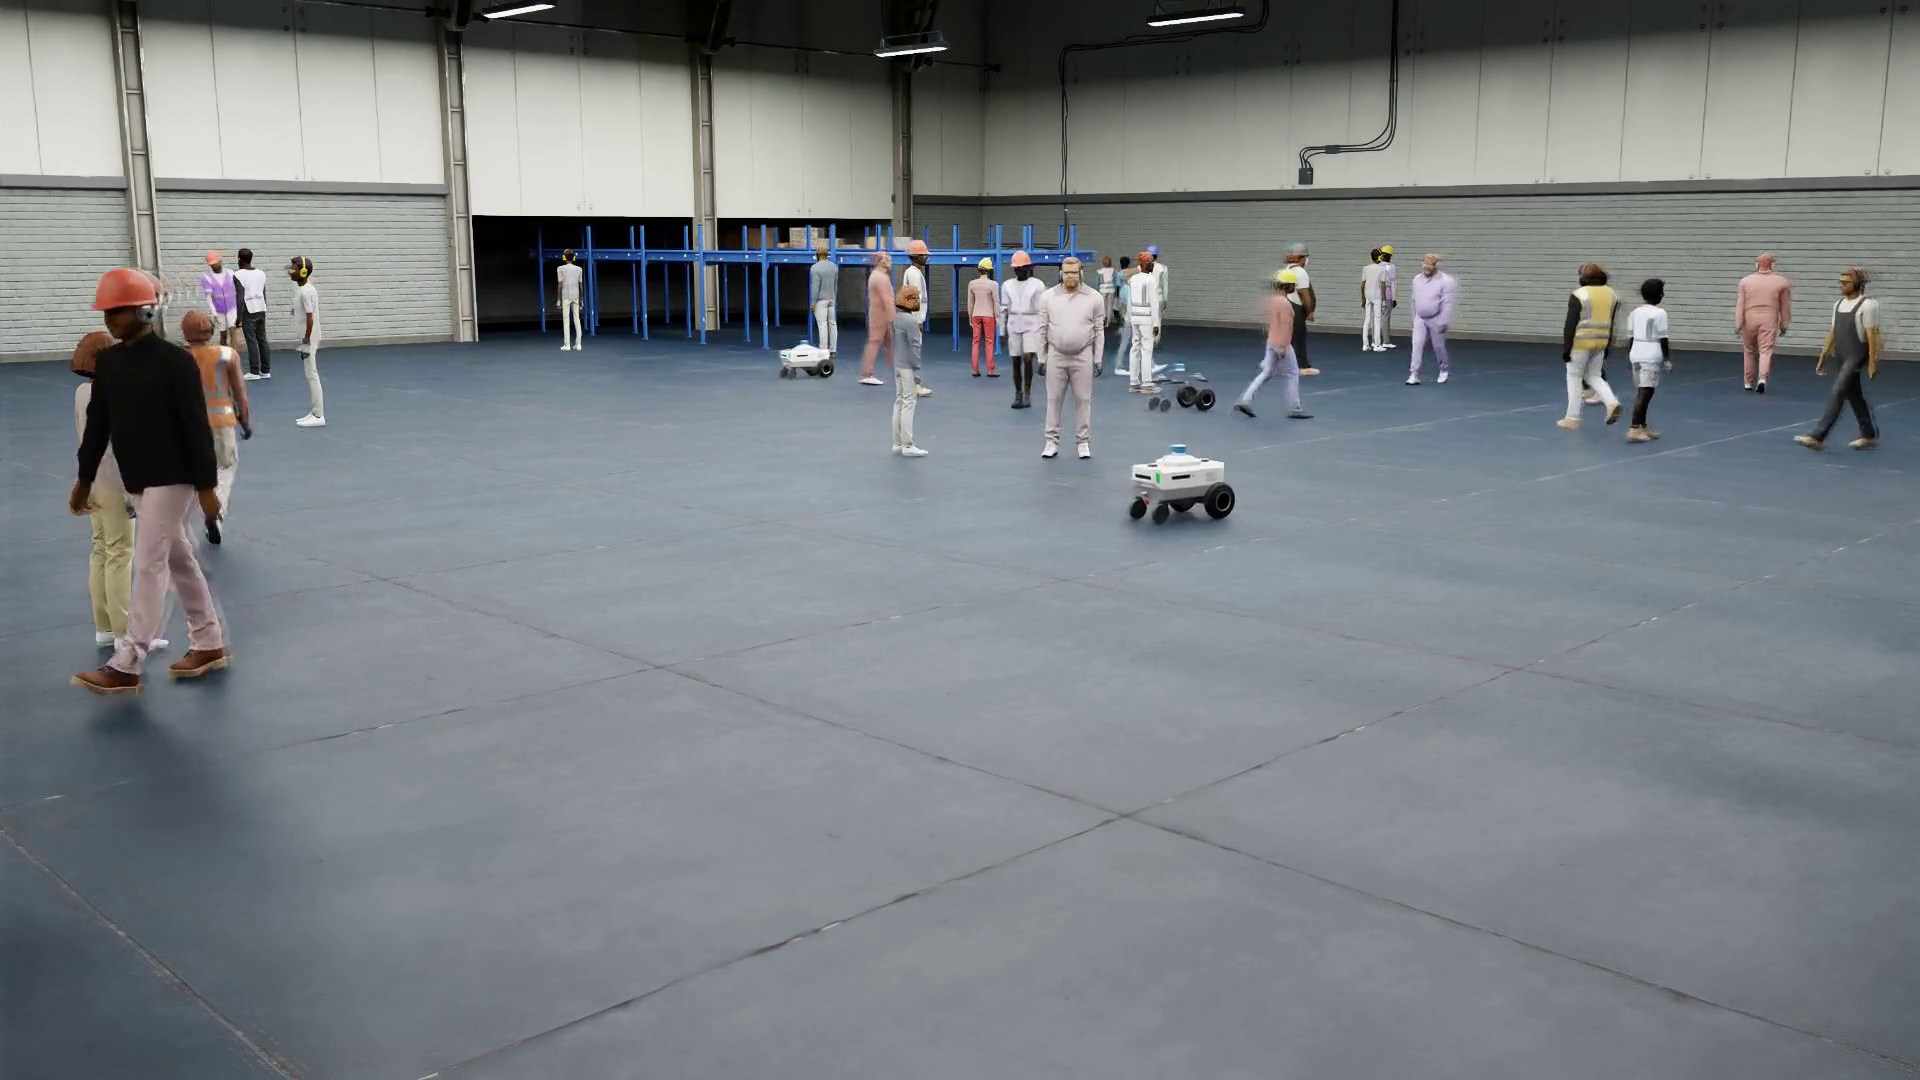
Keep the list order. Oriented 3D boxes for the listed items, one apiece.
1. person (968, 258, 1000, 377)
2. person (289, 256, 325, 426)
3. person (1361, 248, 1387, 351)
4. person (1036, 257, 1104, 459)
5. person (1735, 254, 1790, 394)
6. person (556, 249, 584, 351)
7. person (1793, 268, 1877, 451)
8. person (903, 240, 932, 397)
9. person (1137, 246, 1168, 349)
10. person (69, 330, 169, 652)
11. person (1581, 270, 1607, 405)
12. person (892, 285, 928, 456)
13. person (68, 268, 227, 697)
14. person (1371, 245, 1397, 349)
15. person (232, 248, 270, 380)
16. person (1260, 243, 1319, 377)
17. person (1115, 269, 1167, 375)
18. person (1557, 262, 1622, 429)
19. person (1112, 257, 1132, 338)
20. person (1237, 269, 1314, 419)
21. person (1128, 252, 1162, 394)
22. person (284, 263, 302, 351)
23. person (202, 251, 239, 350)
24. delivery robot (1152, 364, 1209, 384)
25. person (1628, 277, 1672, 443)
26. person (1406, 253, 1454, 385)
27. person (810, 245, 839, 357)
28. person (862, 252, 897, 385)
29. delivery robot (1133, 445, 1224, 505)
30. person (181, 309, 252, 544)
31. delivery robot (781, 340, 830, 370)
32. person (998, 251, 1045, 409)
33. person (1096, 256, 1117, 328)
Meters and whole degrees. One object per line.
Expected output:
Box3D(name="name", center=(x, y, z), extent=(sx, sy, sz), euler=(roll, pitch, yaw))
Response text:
Box3D(name="person", center=(0.373, -3.342, 25.001), extent=(0.534, 1.767, 0.318), euler=(6, 12, 29))
Box3D(name="person", center=(-7.307, -2.217, 18.574), extent=(0.328, 1.876, 0.514), euler=(-4, 11, -20))
Box3D(name="person", center=(7.604, -4.411, 30.543), extent=(0.335, 1.873, 0.521), euler=(-10, 14, -43))
Box3D(name="person", center=(1.045, -1.731, 15.839), extent=(0.652, 1.904, 0.403), euler=(1, 10, 6))
Box3D(name="person", center=(10.871, -2.944, 22.558), extent=(0.653, 1.872, 0.950), euler=(5, 11, 24))
Box3D(name="person", center=(-7.221, -4.448, 30.785), extent=(0.517, 1.865, 0.323), euler=(-7, 13, -35))
Box3D(name="person", center=(8.728, -1.776, 16.392), extent=(0.981, 1.789, 0.546), euler=(-1, 10, -7))
Box3D(name="person", center=(-0.570, -2.941, 22.053), extent=(0.386, 2.045, 0.605), euler=(-1, 10, -8))
Box3D(name="person", center=(3.519, -4.444, 30.641), extent=(0.607, 1.901, 0.970), euler=(1, 10, 3))
Box3D(name="person", center=(-4.320, -0.247, 8.487), extent=(0.499, 1.633, 0.286), euler=(10, 14, 43))
Box3D(name="person", center=(7.928, -2.544, 20.851), extent=(0.483, 1.679, 0.547), euler=(1, 10, 4))
Box3D(name="person", center=(-0.500, -1.641, 16.084), extent=(0.265, 1.632, 0.508), euler=(-4, 11, -23))
Box3D(name="person", center=(-3.841, -0.262, 7.691), extent=(0.613, 1.951, 0.964), euler=(6, 12, 30))
Box3D(name="person", center=(7.983, -4.578, 31.315), extent=(0.372, 1.922, 0.585), euler=(-8, 13, -38))
Box3D(name="person", center=(-10.460, -3.339, 24.565), extent=(0.398, 1.920, 0.589), euler=(4, 11, 19))
Box3D(name="person", center=(4.983, -3.470, 25.065), extent=(0.931, 2.000, 0.687), euler=(-1, 10, -3))
Box3D(name="person", center=(2.730, -3.284, 25.131), extent=(0.817, 1.591, 0.525), euler=(3, 11, 14))
Box3D(name="person", center=(6.906, -2.114, 18.180), extent=(0.631, 1.824, 0.634), euler=(-4, 11, -21))
Box3D(name="person", center=(3.390, -5.016, 34.387), extent=(0.532, 1.675, 0.406), euler=(-7, 12, -32))
Box3D(name="person", center=(3.657, -2.274, 19.272), extent=(0.861, 1.733, 0.525), euler=(-2, 11, -12))
Box3D(name="person", center=(2.484, -2.922, 22.395), extent=(0.355, 1.883, 0.575), euler=(-6, 12, -31))
Box3D(name="person", center=(-11.946, -4.196, 30.078), extent=(0.452, 1.601, 0.547), euler=(-3, 11, -18))
Box3D(name="person", center=(-11.671, -3.645, 26.392), extent=(0.591, 1.865, 0.840), euler=(-5, 12, -27))
Box3D(name="delivery robot", center=(2.698, -2.039, 20.345), extent=(0.698, 0.223, 0.335), euler=(-4, 11, -23))
Box3D(name="person", center=(7.112, -1.862, 17.169), extent=(0.416, 1.696, 0.544), euler=(-2, 11, -11))
Box3D(name="person", center=(6.760, -3.165, 23.779), extent=(0.657, 1.862, 0.949), euler=(9, 14, 40))
Box3D(name="person", center=(-2.358, -4.120, 28.771), extent=(0.378, 1.940, 0.628), euler=(8, 13, 38))
Box3D(name="person", center=(-0.998, -3.142, 23.629), extent=(0.909, 1.869, 0.655), euler=(-1, 10, -6))
Box3D(name="delivery robot", center=(1.645, -0.475, 12.531), extent=(0.707, 0.478, 0.477), euler=(-7, 13, -33))
Box3D(name="person", center=(-5.204, -0.782, 11.483), extent=(0.517, 1.612, 0.753), euler=(-2, 11, -9))
Box3D(name="delivery robot", center=(-2.322, -2.751, 24.943), extent=(0.707, 0.478, 0.477), euler=(-6, 12, -30))
Box3D(name="person", center=(0.730, -2.545, 20.237), extent=(0.587, 1.916, 0.665), euler=(3, 11, 17))
Box3D(name="person", center=(3.362, -5.662, 38.037), extent=(0.519, 1.628, 0.411), euler=(-1, 10, -6))
